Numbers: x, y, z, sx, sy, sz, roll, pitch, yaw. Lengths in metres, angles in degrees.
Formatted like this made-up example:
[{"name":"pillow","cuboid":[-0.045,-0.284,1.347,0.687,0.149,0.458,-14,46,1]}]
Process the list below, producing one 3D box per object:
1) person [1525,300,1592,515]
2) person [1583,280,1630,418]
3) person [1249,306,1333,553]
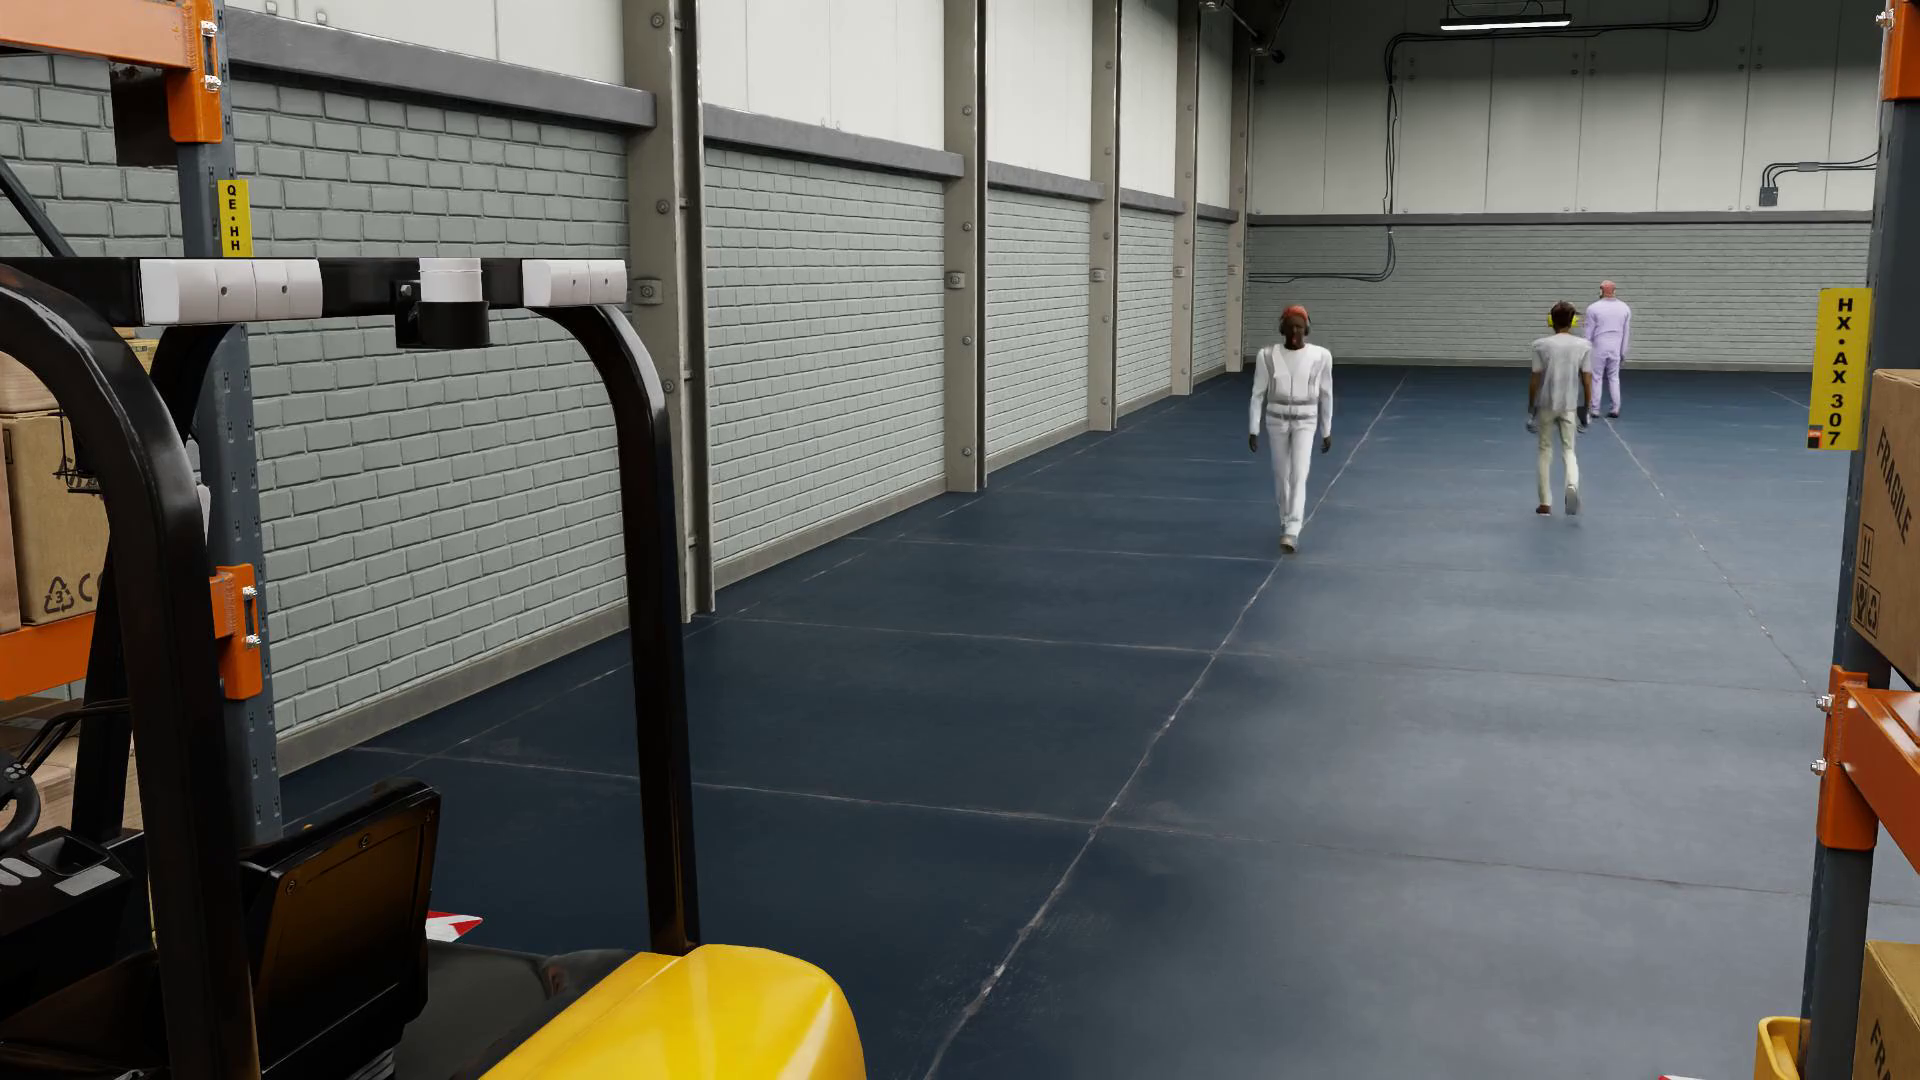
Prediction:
[{"name":"person","cuboid":[5.047,-1.094,14.037,0.515,1.855,0.635,1,10,8]},{"name":"person","cuboid":[8.917,-2.636,23.044,0.650,1.909,0.401,-2,10,-9]},{"name":"person","cuboid":[2.496,-0.845,12.600,0.598,1.829,0.978,3,10,17]}]
